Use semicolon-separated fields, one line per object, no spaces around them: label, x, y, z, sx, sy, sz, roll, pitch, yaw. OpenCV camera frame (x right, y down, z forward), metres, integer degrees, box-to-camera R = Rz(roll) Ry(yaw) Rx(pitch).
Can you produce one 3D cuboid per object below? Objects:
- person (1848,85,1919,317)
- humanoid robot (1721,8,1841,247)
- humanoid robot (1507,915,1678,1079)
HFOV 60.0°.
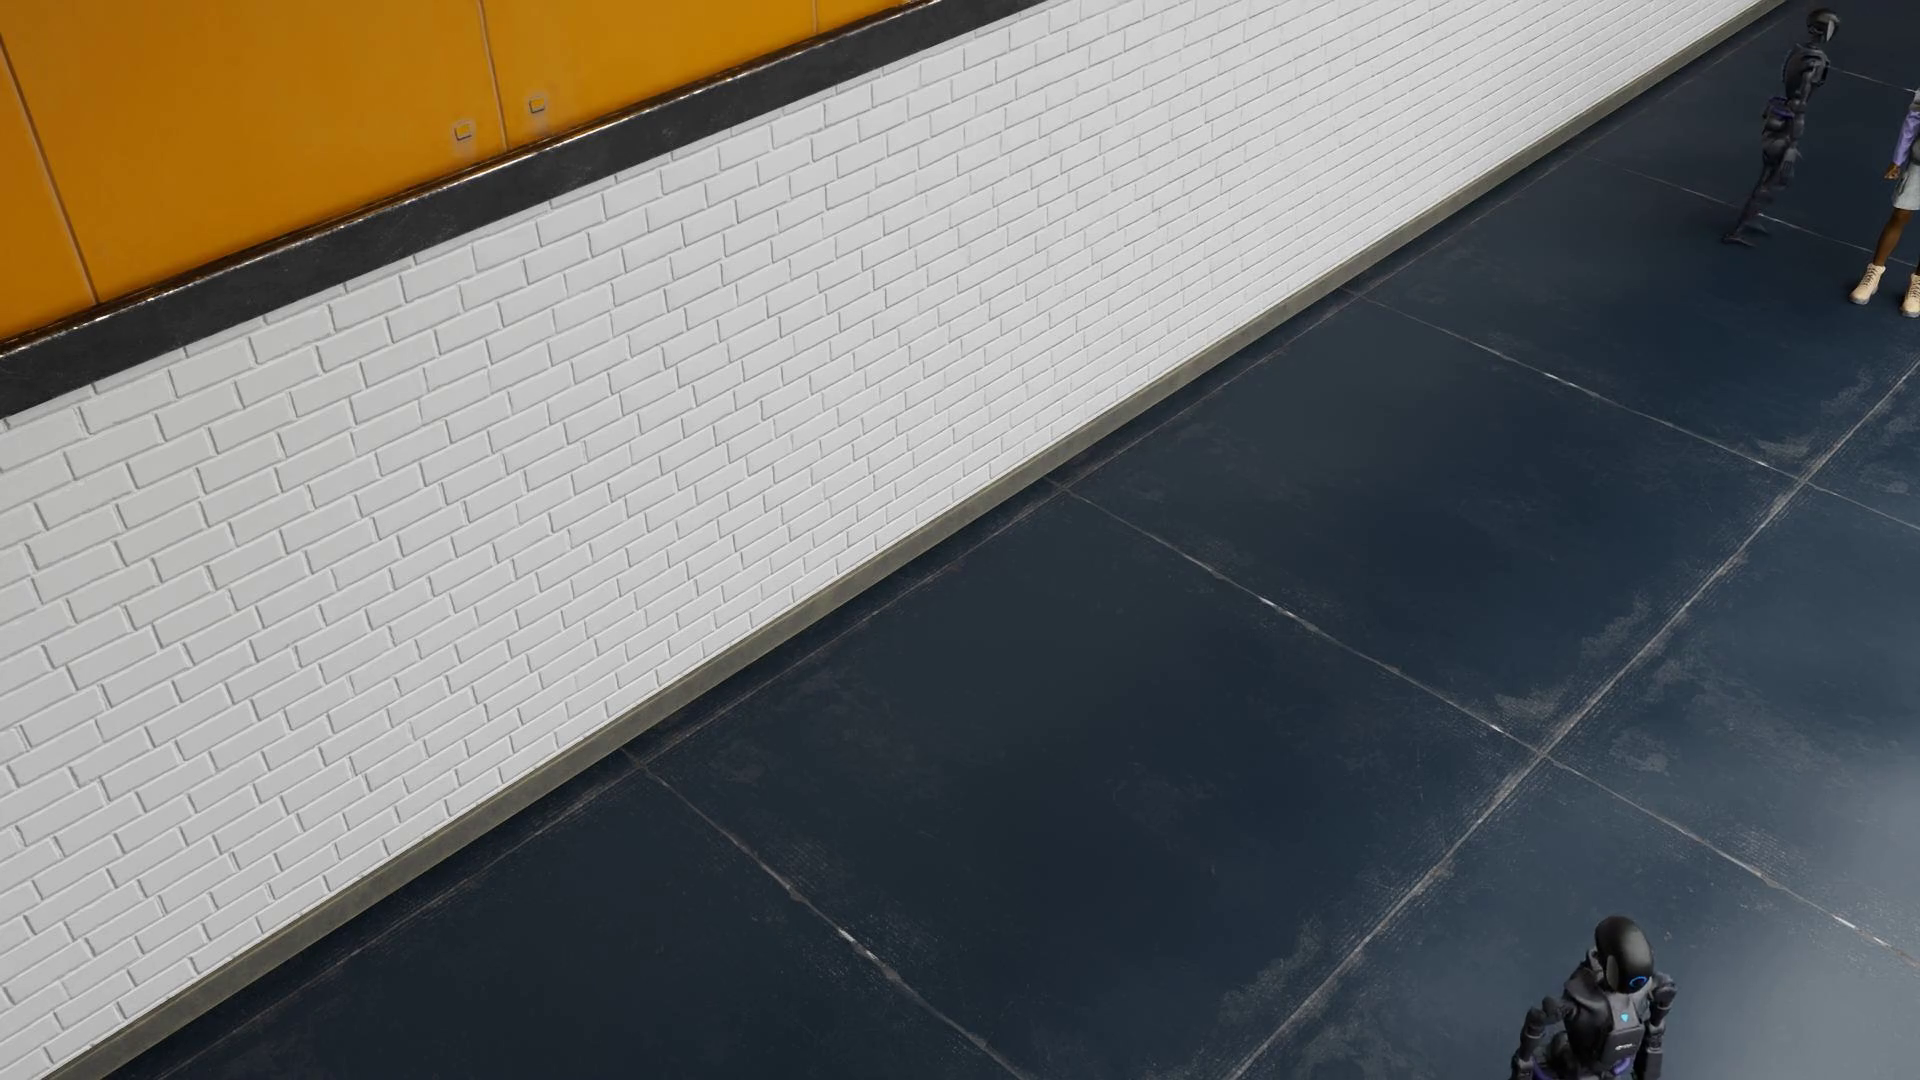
person;6.199;-2.377;10.474;0.606;2.044;0.372;22;44;25
humanoid robot;5.589;-2.780;11.268;0.379;1.645;0.601;11;40;13
humanoid robot;2.040;1.807;5.587;0.600;1.656;0.769;-9;40;-11
